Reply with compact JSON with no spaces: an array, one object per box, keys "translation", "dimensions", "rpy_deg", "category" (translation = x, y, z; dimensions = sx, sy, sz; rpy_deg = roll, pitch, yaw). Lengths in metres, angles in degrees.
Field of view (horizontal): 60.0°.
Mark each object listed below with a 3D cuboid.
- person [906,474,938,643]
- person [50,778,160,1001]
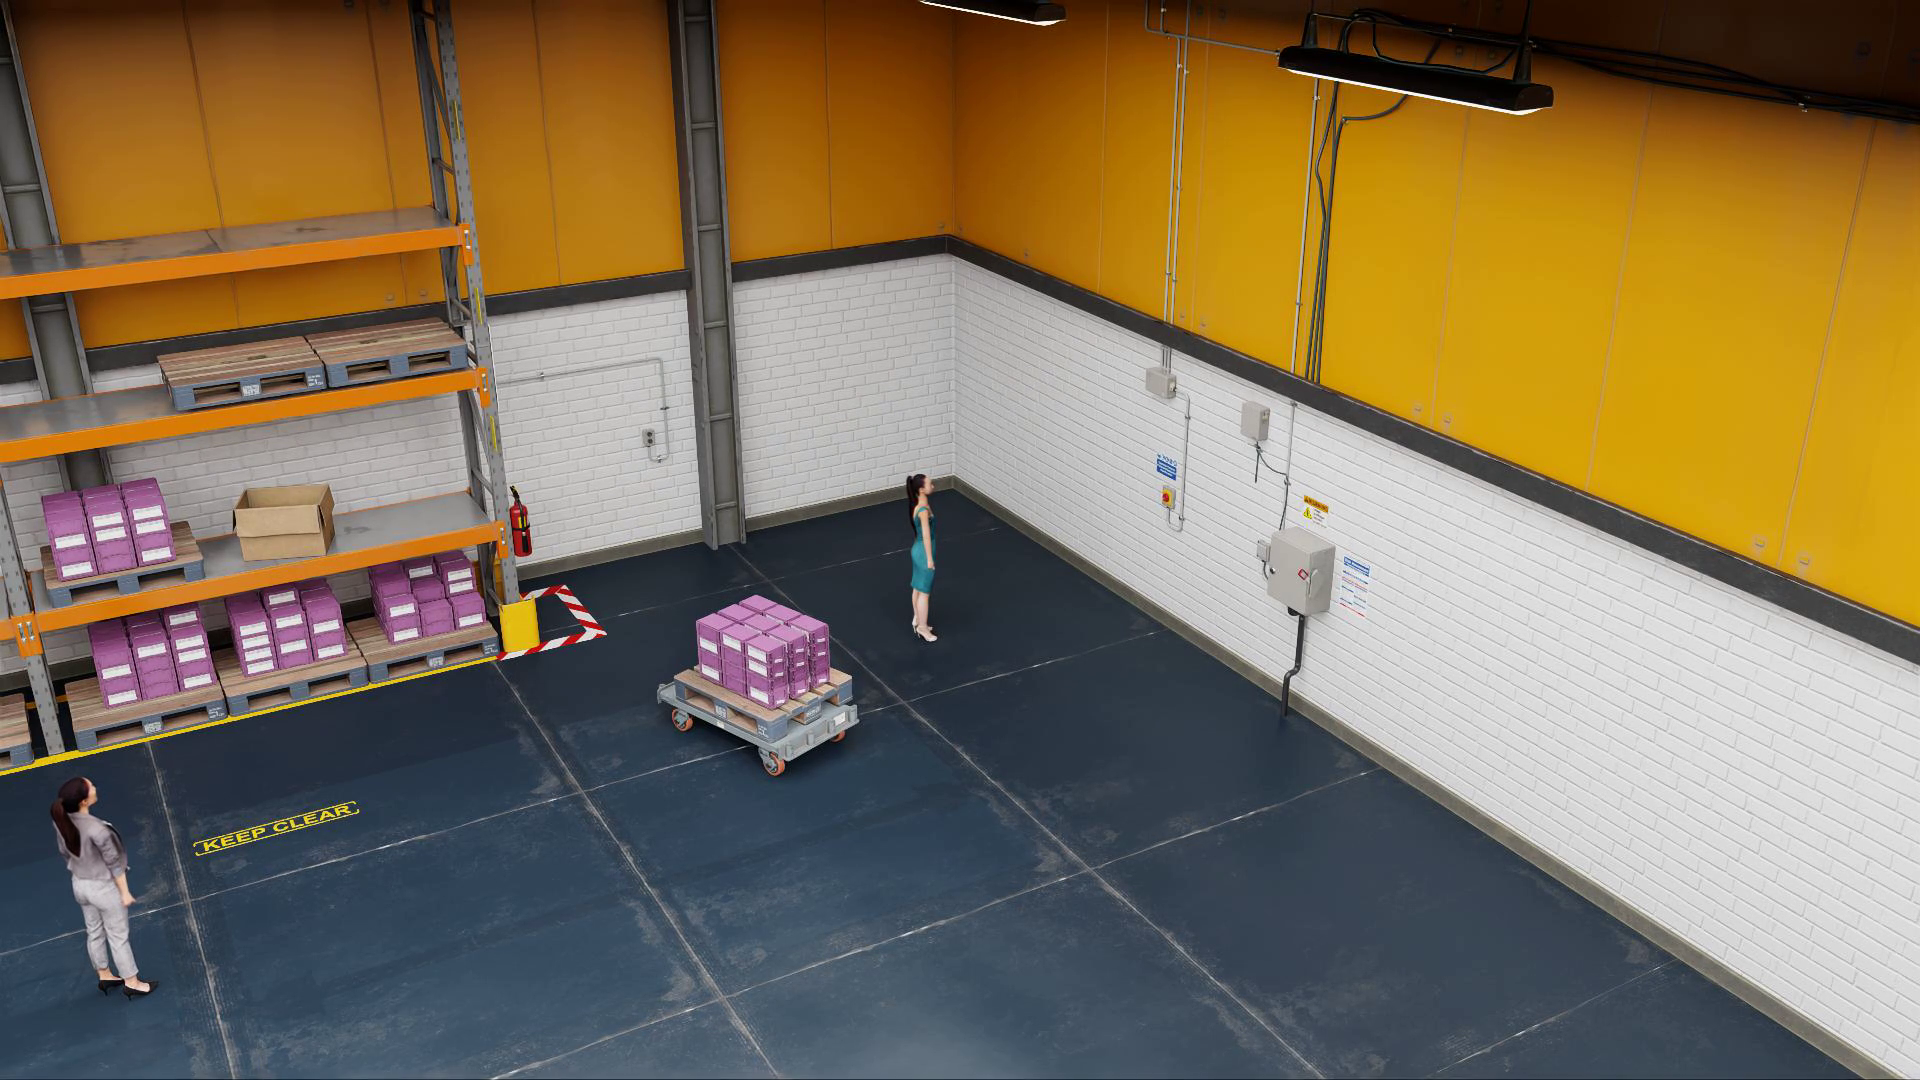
[{"translation":[-0.349,0.155,15.930],"dimensions":[0.585,1.686,0.604],"rpy_deg":[-5,24,-10],"category":"person"},{"translation":[-5.700,2.312,11.007],"dimensions":[0.727,1.678,0.773],"rpy_deg":[9,25,19],"category":"person"}]
